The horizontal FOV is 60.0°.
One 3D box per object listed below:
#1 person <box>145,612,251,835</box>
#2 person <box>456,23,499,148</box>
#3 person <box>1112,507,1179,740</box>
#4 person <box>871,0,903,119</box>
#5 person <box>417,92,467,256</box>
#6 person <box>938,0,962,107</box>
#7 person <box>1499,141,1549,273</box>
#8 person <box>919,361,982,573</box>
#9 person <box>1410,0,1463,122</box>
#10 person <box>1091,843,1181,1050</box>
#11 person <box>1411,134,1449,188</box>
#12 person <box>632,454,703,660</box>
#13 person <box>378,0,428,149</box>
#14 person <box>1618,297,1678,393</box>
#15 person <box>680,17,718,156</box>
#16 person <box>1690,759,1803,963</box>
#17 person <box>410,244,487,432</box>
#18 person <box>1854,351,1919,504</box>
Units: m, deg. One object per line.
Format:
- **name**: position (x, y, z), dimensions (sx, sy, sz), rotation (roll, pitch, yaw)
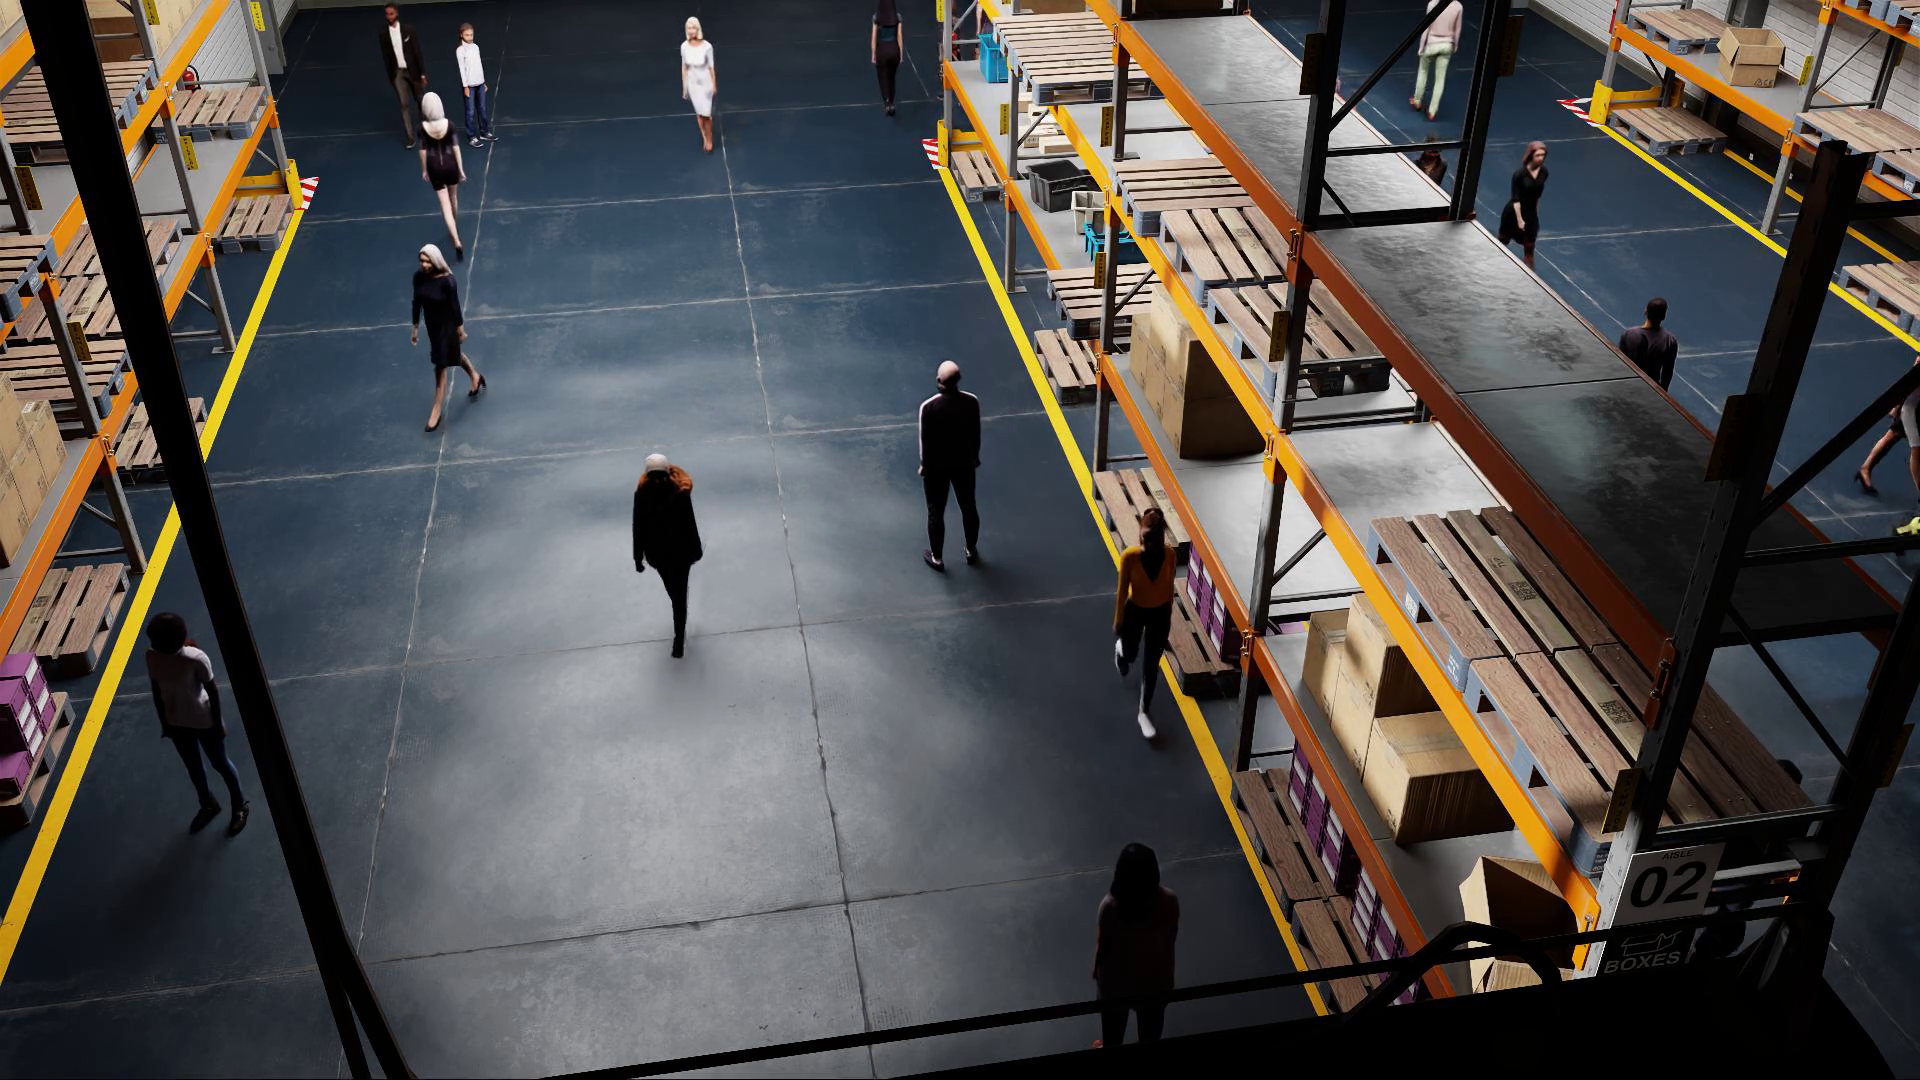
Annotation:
- **person**: position (-4.931, 1.164, 10.710), dimensions (0.648, 1.720, 0.620), rotation (4, 34, 7)
- **person**: position (-6.299, -5.900, 21.486), dimensions (0.692, 1.557, 0.628), rotation (20, 39, 27)
- **person**: position (1.276, 0.504, 11.697), dimensions (0.585, 1.727, 1.068), rotation (-5, 34, -7)
- **person**: position (-0.946, -6.383, 22.068), dimensions (0.568, 1.716, 0.893), rotation (-5, 34, -7)
- **person**: position (-5.724, -4.024, 18.461), dimensions (0.807, 1.779, 1.213), rotation (-13, 36, -19)
- **person**: position (-0.113, -6.637, 22.707), dimensions (0.894, 1.432, 0.819), rotation (24, 40, 31)
- **person**: position (5.897, -3.453, 17.714), dimensions (0.642, 1.657, 1.069), rotation (-9, 35, -13)
- **person**: position (-0.074, -0.587, 13.238), dimensions (0.698, 1.837, 0.621), rotation (-11, 35, -16)
- **person**: position (6.378, -6.505, 22.130), dimensions (0.847, 1.851, 1.023), rotation (2, 34, 4)
- **person**: position (0.952, 2.306, 9.092), dimensions (0.624, 1.610, 0.644), rotation (-6, 34, -9)
- **person**: position (4.934, -3.492, 17.775), dimensions (0.790, 1.653, 1.144), rotation (1, 34, 2)
- **person**: position (-2.183, 0.031, 12.519), dimensions (0.766, 1.605, 1.020), rotation (1, 34, 2)
- **person**: position (-7.137, -6.039, 21.508), dimensions (0.682, 1.763, 1.150), rotation (-5, 34, -7)
- **person**: position (5.814, -1.264, 14.324), dimensions (0.719, 1.763, 0.728), rotation (14, 36, 20)
- **person**: position (-3.298, -5.803, 21.180), dimensions (0.645, 1.733, 0.689), rotation (3, 34, 5)
- **person**: position (4.503, 1.885, 9.631), dimensions (0.650, 1.714, 0.621), rotation (-6, 34, -8)
- **person**: position (-4.749, -1.945, 15.422), dimensions (1.021, 1.682, 1.250), rotation (13, 36, 18)
- **person**: position (8.033, -1.144, 14.147), dimensions (0.903, 1.760, 1.145), rotation (-21, 39, -28)
